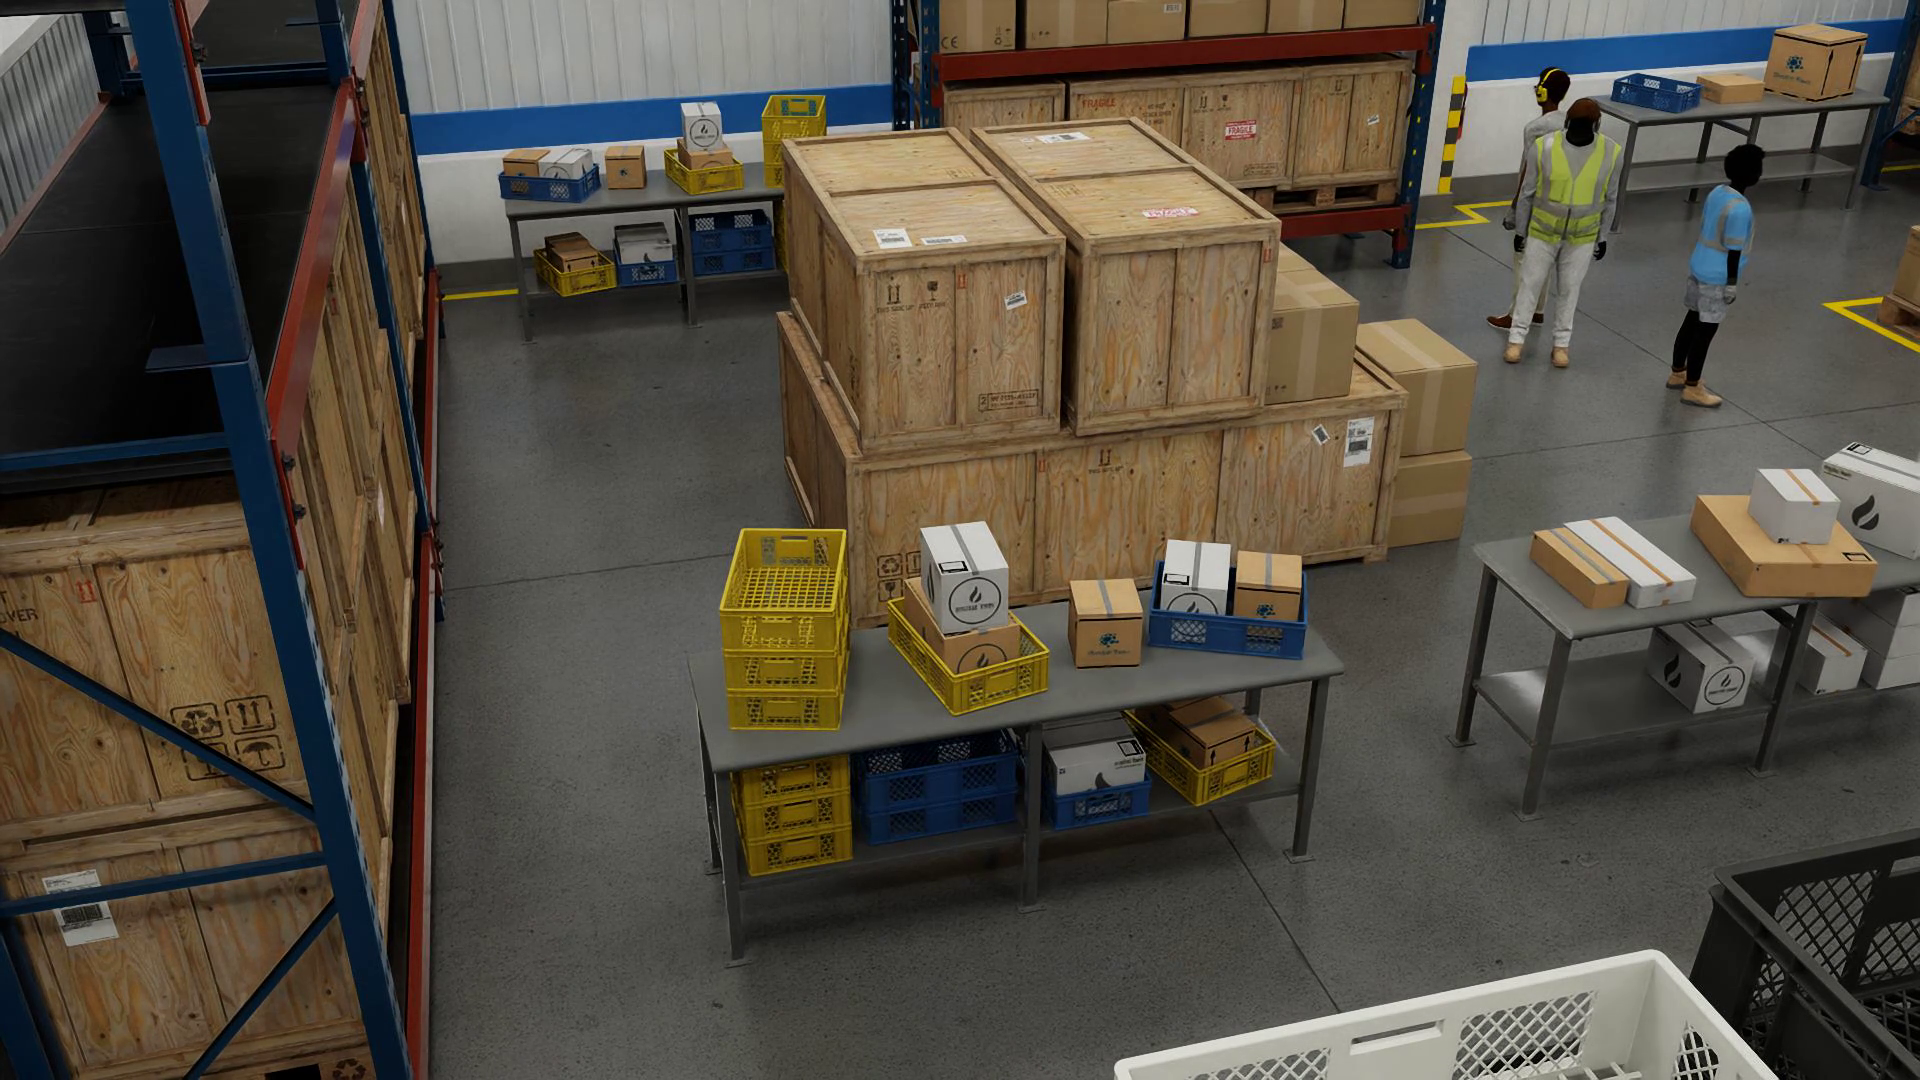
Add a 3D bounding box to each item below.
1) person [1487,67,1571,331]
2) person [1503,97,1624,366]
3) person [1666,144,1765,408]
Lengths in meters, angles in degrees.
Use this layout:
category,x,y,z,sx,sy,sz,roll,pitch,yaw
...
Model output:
category,x,y,z,sx,sy,sz,roll,pitch,yaw
person,4.082,-2.394,11.798,0.534,1.859,0.309,-17,33,-28
person,4.061,-2.066,11.223,0.633,1.839,0.429,7,30,13
person,4.880,-1.709,10.721,0.321,1.697,0.530,2,29,4
